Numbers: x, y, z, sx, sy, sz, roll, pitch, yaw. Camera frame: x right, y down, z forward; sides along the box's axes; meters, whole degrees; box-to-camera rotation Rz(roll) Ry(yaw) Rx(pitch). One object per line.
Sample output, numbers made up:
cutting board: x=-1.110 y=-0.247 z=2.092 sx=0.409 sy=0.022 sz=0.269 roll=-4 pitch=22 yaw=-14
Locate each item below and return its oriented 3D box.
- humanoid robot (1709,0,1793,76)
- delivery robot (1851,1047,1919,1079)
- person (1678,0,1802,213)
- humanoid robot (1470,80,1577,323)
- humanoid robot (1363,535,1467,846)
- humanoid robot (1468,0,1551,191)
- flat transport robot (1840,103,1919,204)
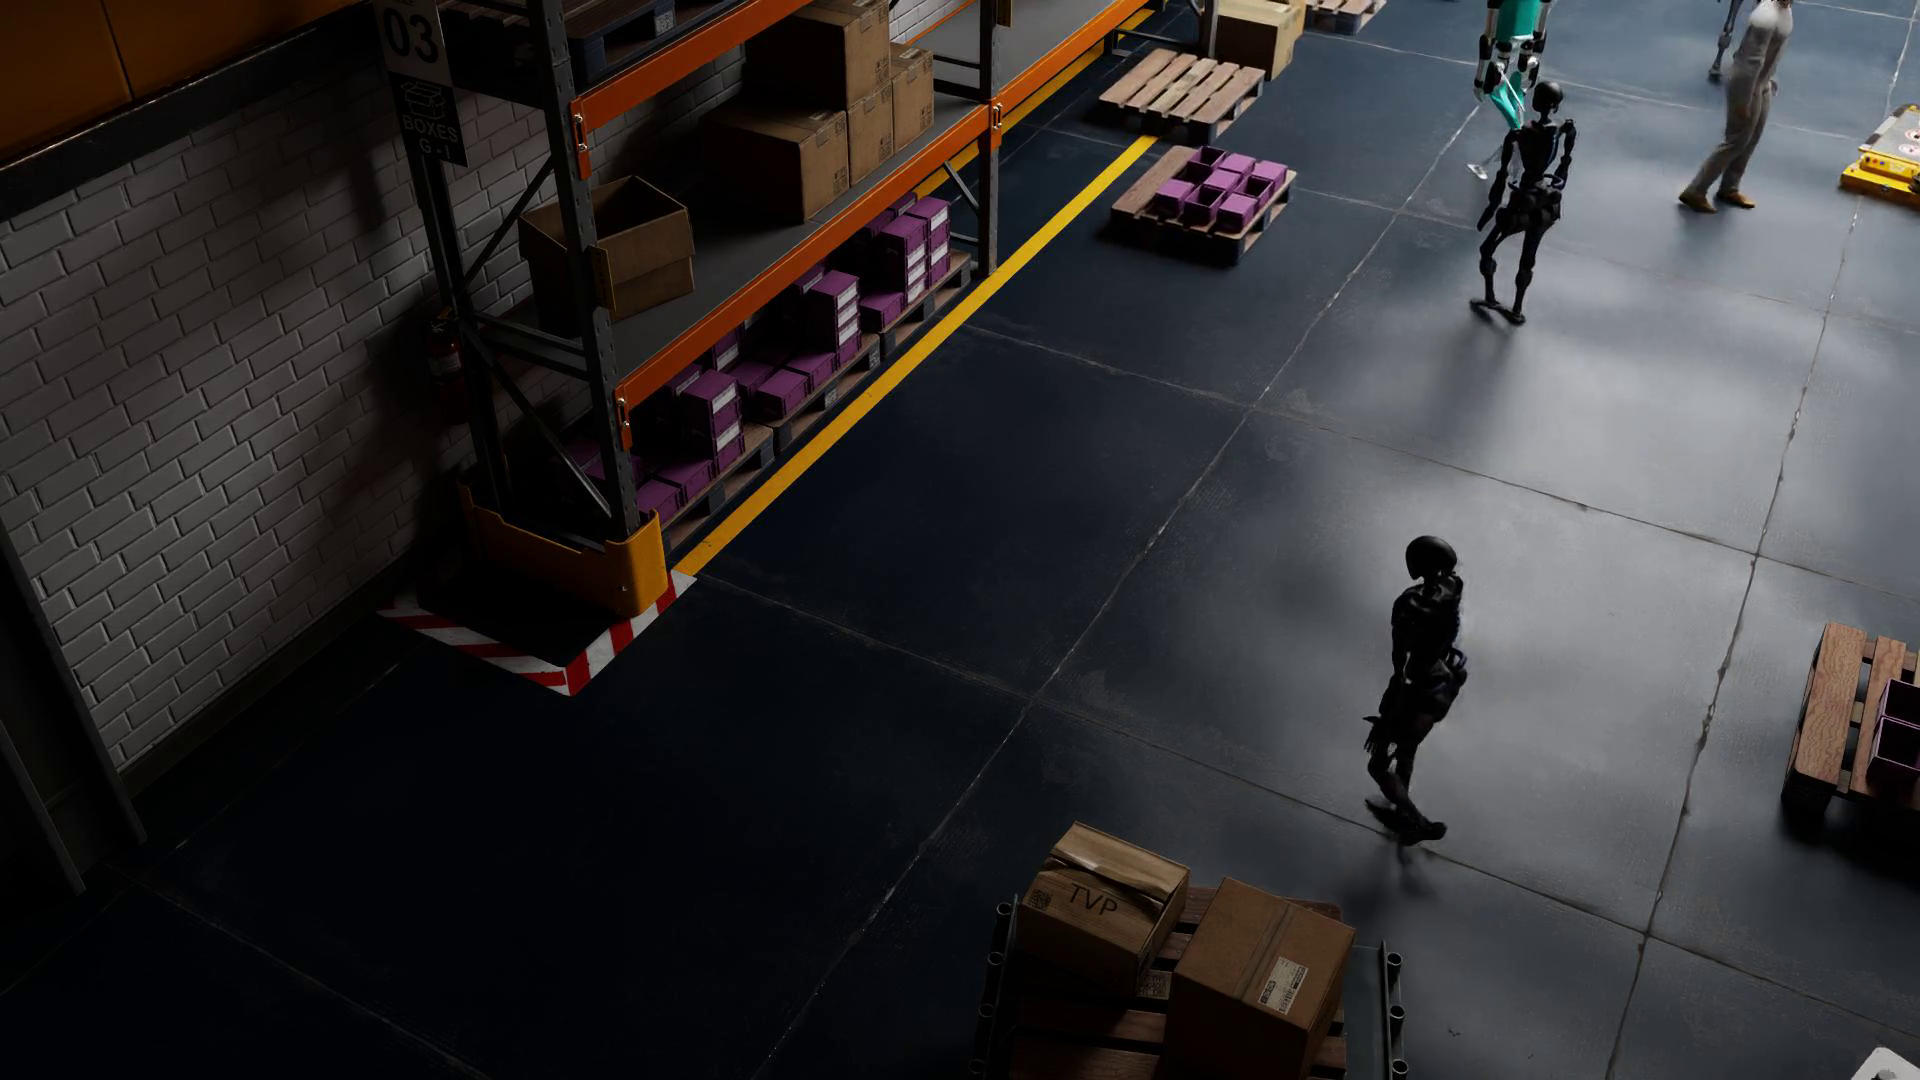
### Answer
humanoid robot: x=6.768 y=-4.730 z=14.043 sx=0.606 sy=1.648 sz=0.674 roll=12 pitch=40 yaw=15
delivery robot: x=3.649 y=2.279 z=6.157 sx=0.499 sy=0.614 sz=0.817 roll=-29 pitch=47 yaw=-31
person: x=5.772 y=-3.294 z=12.060 sx=0.458 sy=1.871 sz=0.596 roll=23 pitch=44 yaw=26
humanoid robot: x=3.704 y=-2.207 z=10.850 sx=0.588 sy=1.646 sz=0.385 roll=-13 pitch=40 yaw=-16
humanoid robot: x=2.037 y=0.669 z=7.258 sx=0.424 sy=1.634 sz=0.609 roll=27 pitch=46 yaw=30
humanoid robot: x=4.153 y=-3.287 z=12.188 sx=0.530 sy=1.781 sz=1.005 roll=-11 pitch=40 yaw=-13
flat transport robot: x=7.468 y=-3.022 z=12.997 sx=0.659 sy=0.231 sz=1.431 roll=28 pitch=46 yaw=30
